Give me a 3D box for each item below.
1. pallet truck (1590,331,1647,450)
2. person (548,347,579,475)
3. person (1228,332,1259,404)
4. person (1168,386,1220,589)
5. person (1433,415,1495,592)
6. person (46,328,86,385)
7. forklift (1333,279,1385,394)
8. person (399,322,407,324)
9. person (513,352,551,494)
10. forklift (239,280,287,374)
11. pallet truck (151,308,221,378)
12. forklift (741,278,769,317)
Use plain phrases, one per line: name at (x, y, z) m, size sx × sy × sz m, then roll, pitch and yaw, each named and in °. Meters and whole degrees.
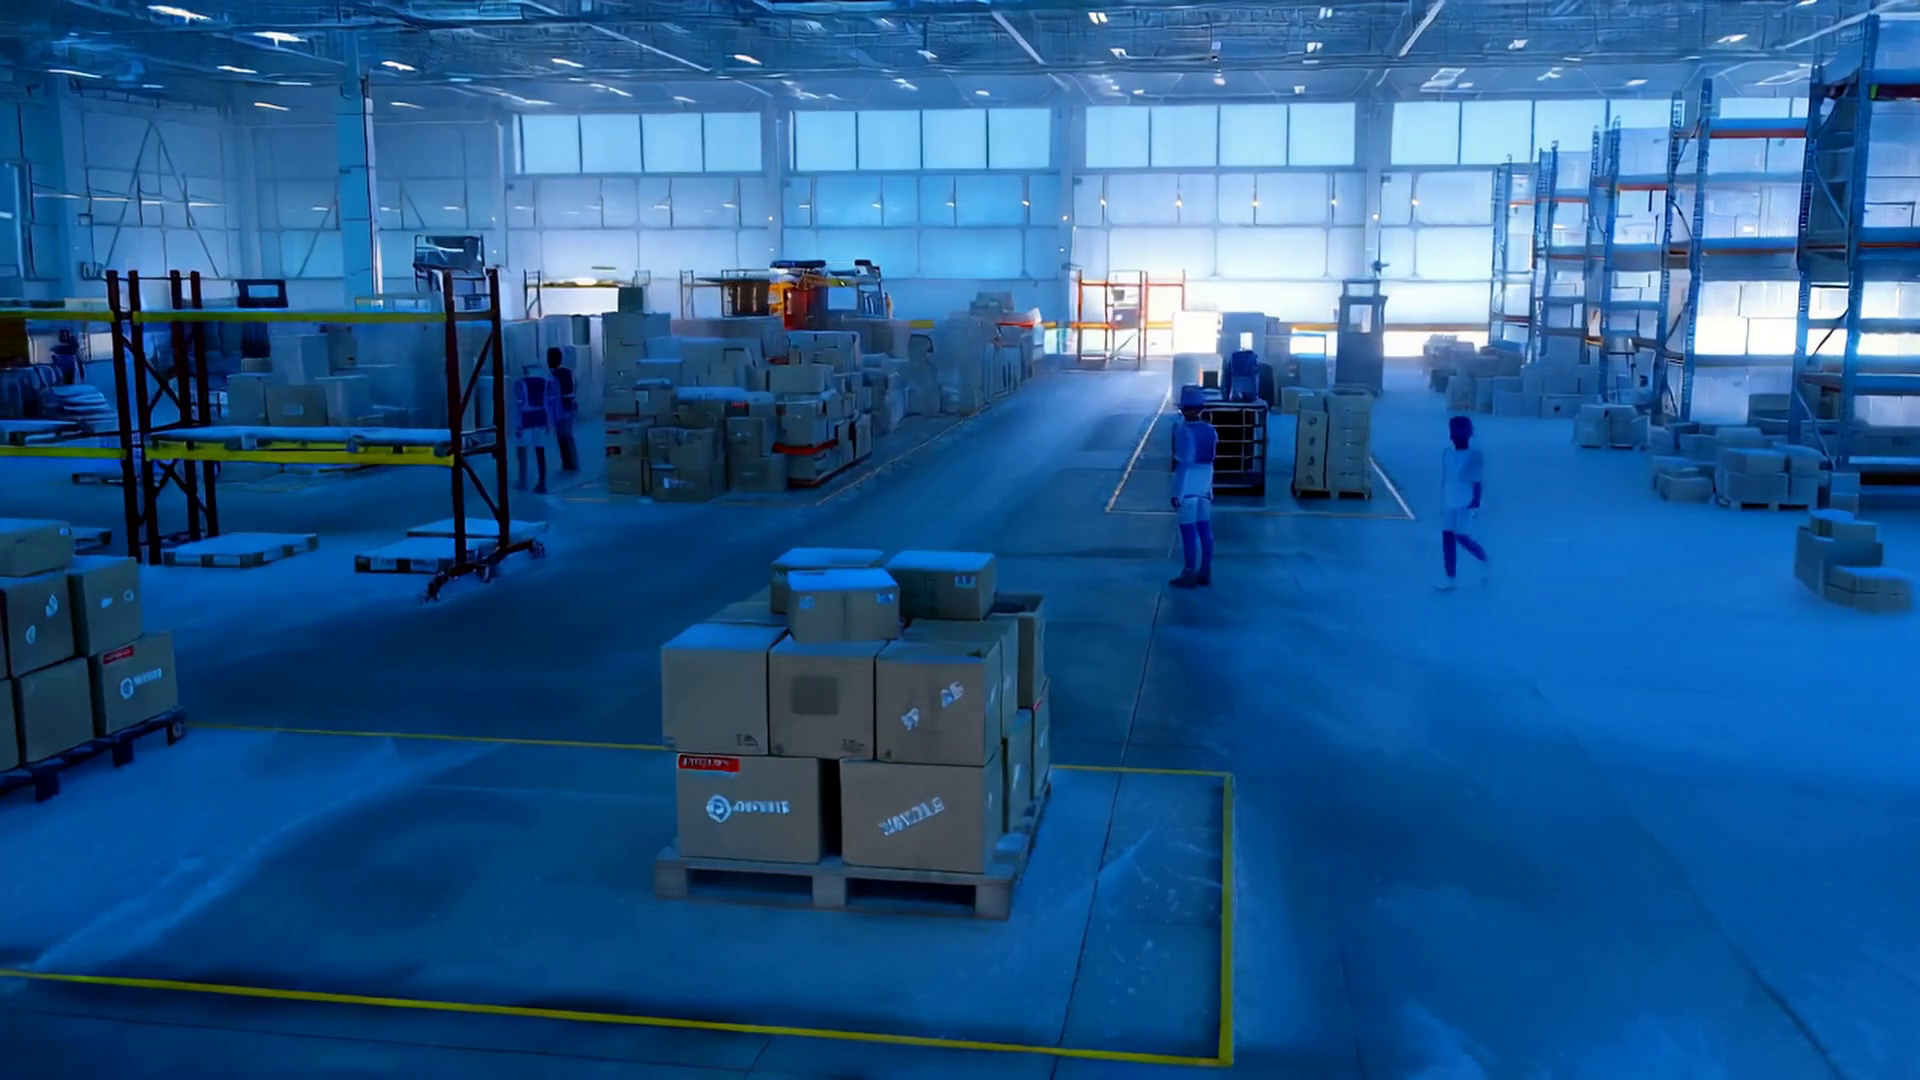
pallet truck at (11.253, -2.573, 28.499) m, size 0.823 × 1.965 × 1.885 m, roll 5°, pitch 10°, yaw 27°
person at (-5.914, -1.917, 24.768) m, size 0.412 × 1.904 × 0.603 m, roll 1°, pitch 9°, yaw 4°
person at (4.945, -2.624, 28.910) m, size 0.604 × 1.966 × 0.367 m, roll 8°, pitch 12°, yaw 41°
person at (2.219, -0.502, 15.908) m, size 0.542 × 1.939 × 0.361 m, roll -8°, pitch 12°, yaw -39°
person at (4.764, -0.339, 15.682) m, size 0.505 × 1.687 × 0.535 m, roll -5°, pitch 10°, yaw -26°
person at (-17.574, -3.218, 32.788) m, size 1.040 × 1.887 × 0.647 m, roll 8°, pitch 12°, yaw 41°
forklift at (9.844, -5.040, 40.995) m, size 1.129 × 2.768 × 1.873 m, roll 1°, pitch 9°, yaw 8°
person at (-15.198, -5.258, 45.466) m, size 0.380 × 1.882 × 0.599 m, roll 0°, pitch 9°, yaw -1°
person at (-5.890, -1.602, 22.756) m, size 0.581 × 1.908 × 0.785 m, roll -8°, pitch 12°, yaw -39°
forklift at (-15.623, -4.464, 37.445) m, size 1.129 × 2.768 × 1.873 m, roll -3°, pitch 10°, yaw -19°
pallet truck at (-21.869, -5.598, 47.154) m, size 0.823 × 1.965 × 1.885 m, roll 4°, pitch 10°, yaw 26°
forklift at (-5.472, -5.632, 44.652) m, size 1.873 × 2.768 × 1.129 m, roll 4°, pitch 10°, yaw 24°
